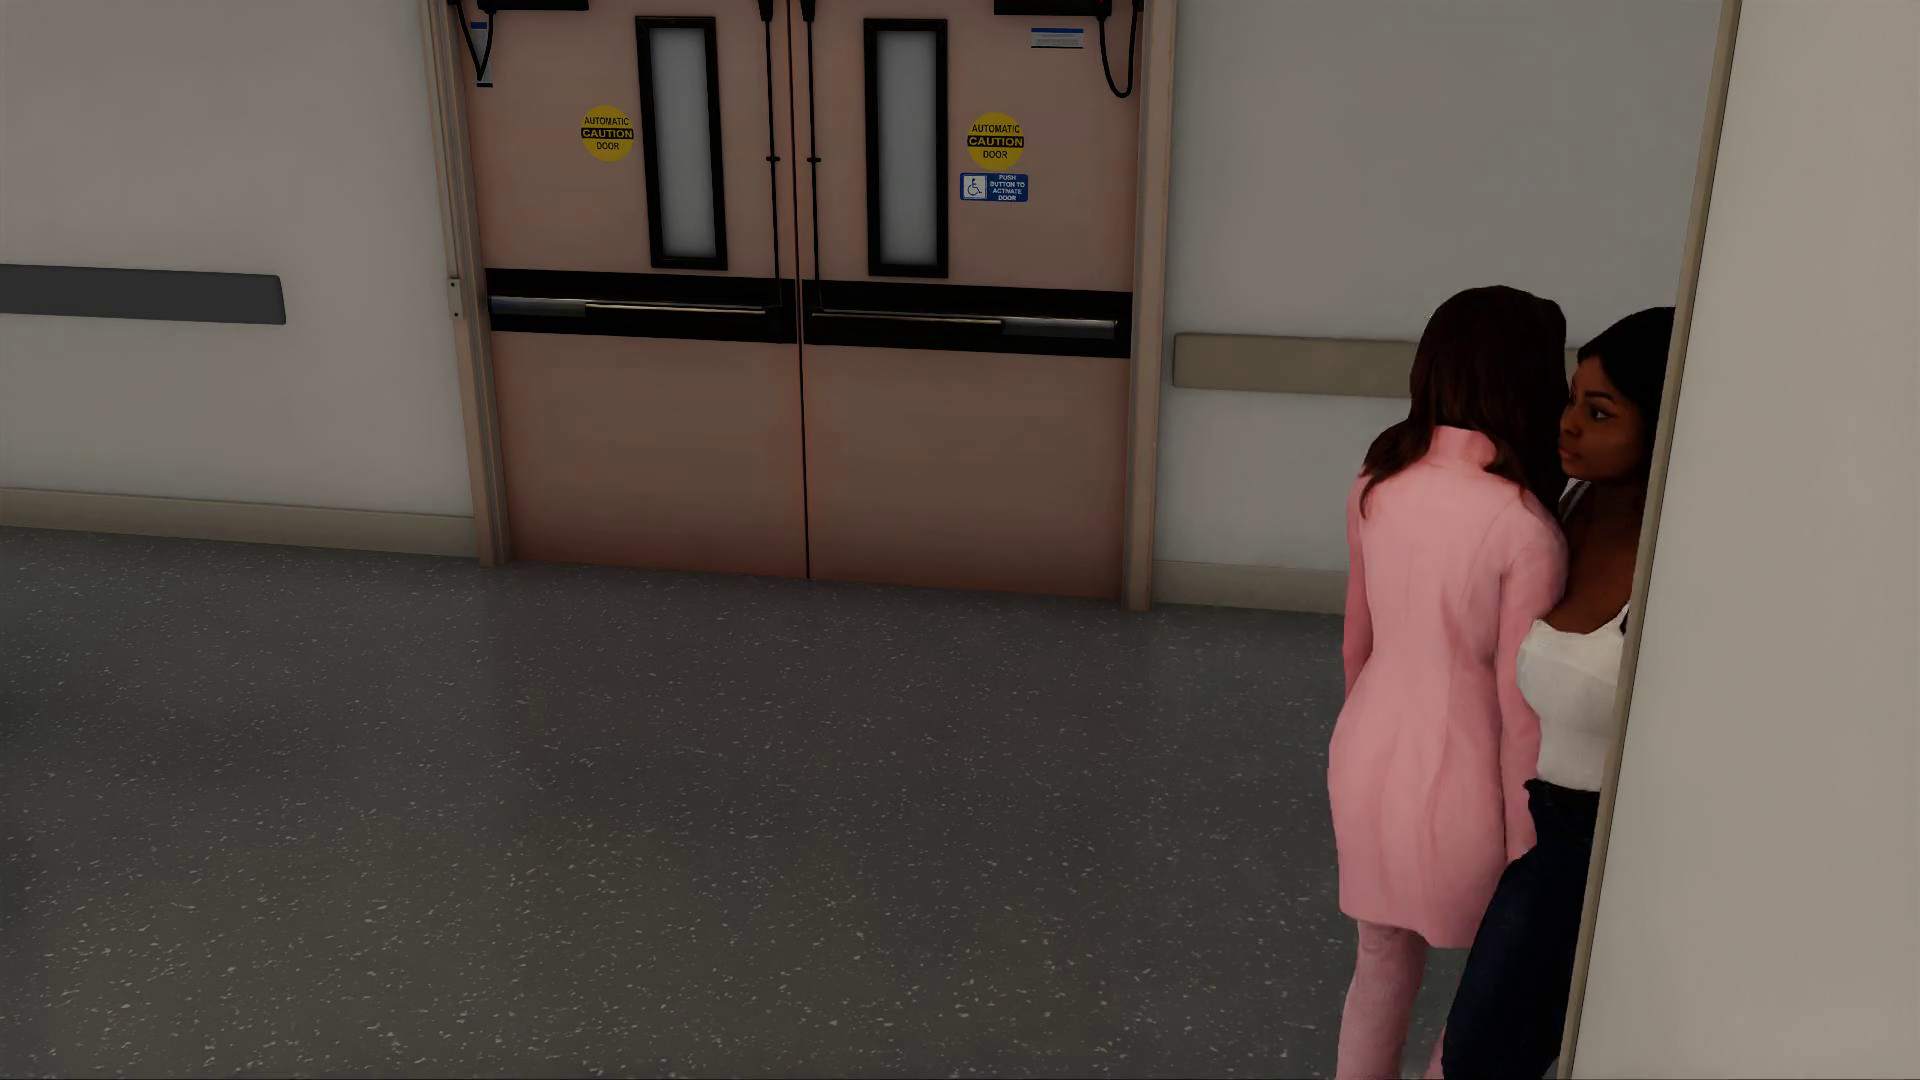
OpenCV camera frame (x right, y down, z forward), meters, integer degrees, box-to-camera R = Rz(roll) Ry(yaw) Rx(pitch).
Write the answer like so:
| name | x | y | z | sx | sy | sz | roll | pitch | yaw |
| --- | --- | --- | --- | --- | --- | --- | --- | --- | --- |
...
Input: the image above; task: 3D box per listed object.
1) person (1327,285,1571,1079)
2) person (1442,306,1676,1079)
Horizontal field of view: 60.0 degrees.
| name | x | y | z | sx | sy | sz | roll | pitch | yaw |
| --- | --- | --- | --- | --- | --- | --- | --- | --- | --- |
| person | 0.732 | 0.484 | 2.773 | 0.791 | 1.793 | 0.727 | -14 | 25 | -33 |
| person | 1.129 | 0.521 | 2.716 | 1.257 | 1.764 | 0.828 | -1 | 21 | -3 |
